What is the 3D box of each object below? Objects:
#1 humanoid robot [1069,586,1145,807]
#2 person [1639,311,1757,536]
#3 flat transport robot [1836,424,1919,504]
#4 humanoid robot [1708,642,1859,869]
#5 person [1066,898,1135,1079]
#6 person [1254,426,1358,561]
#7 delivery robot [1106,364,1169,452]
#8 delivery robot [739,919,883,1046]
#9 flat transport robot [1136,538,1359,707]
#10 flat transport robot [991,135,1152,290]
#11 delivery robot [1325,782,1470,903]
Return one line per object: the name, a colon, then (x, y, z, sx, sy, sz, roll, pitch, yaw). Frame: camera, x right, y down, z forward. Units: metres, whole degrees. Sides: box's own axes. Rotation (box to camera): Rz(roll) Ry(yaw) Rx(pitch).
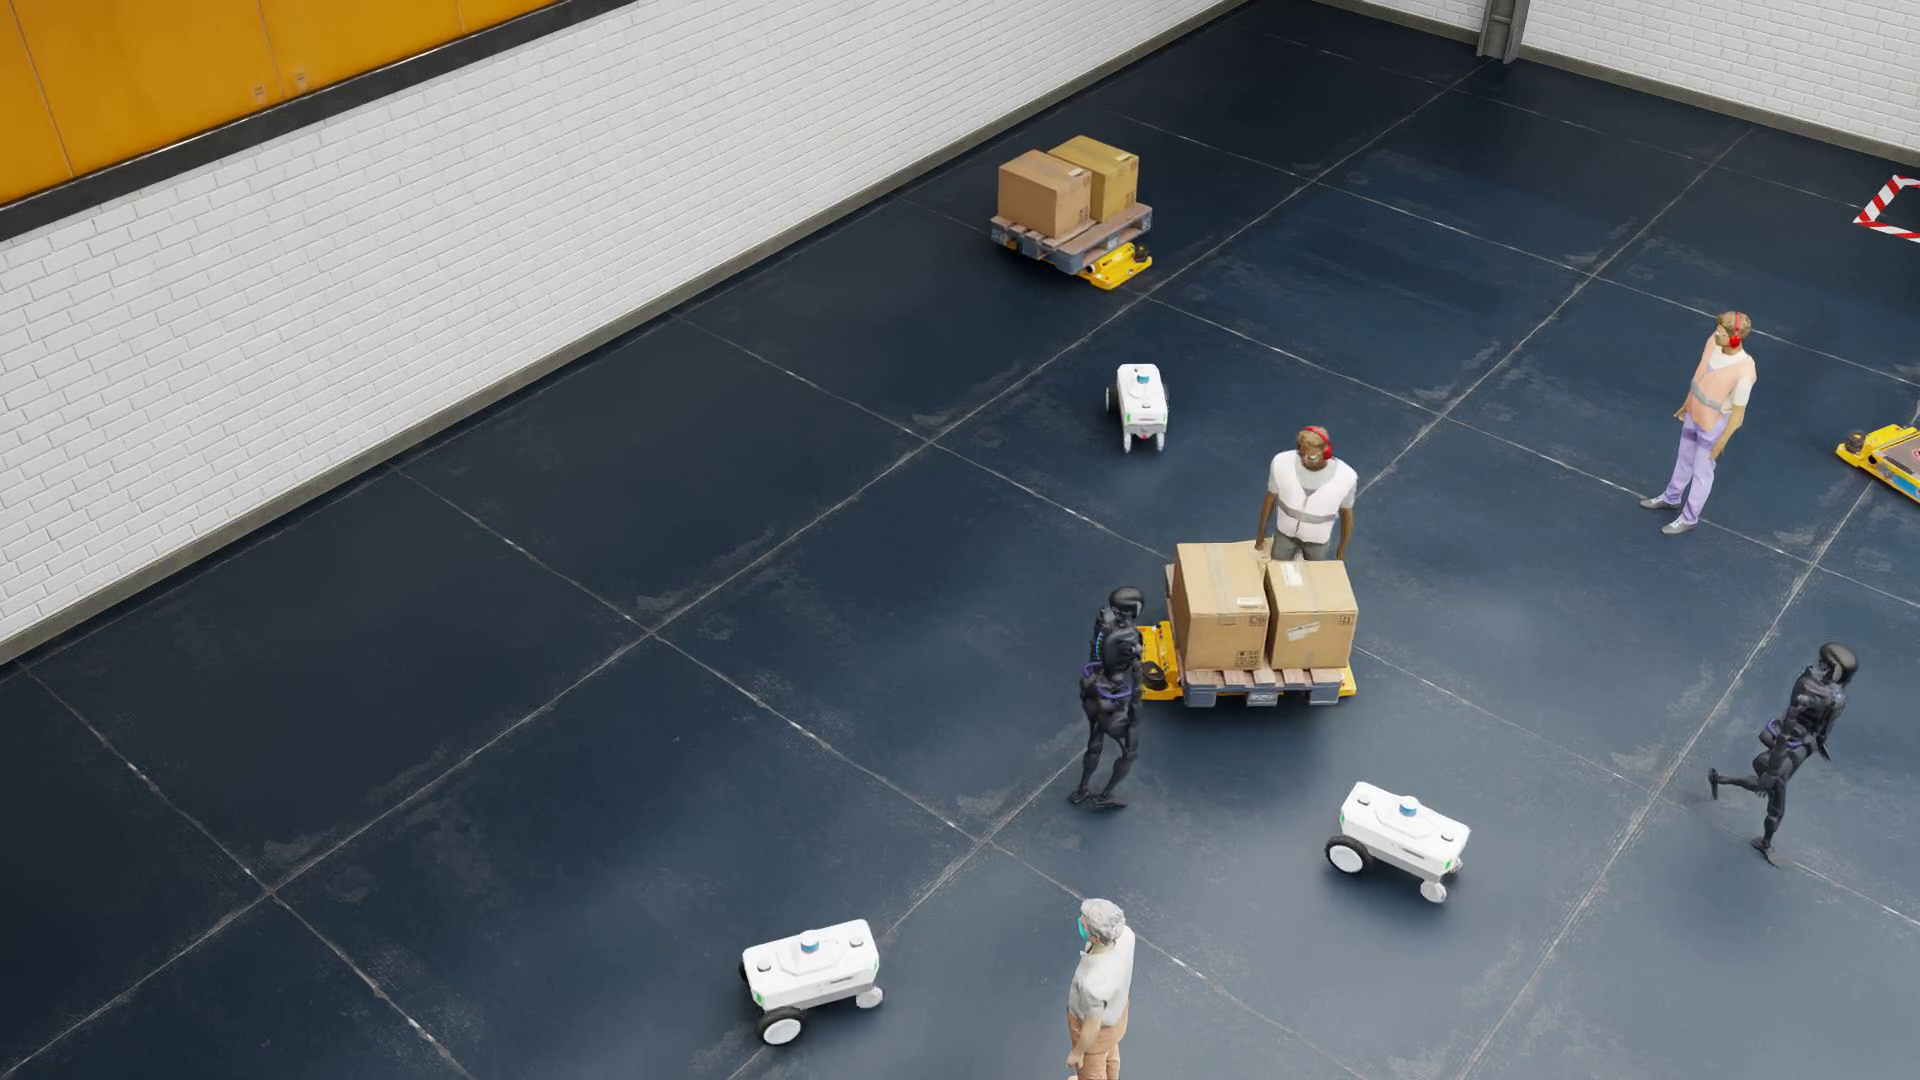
humanoid robot: (0.887, 0.959, 9.984, 0.394, 1.645, 0.601, -17, 42, -19)
person: (5.443, -0.853, 12.095, 0.393, 1.839, 0.563, -4, 39, -5)
flat transport robot: (7.601, -0.450, 12.845, 0.659, 0.231, 1.431, -18, 42, -21)
humanoid robot: (4.809, 1.165, 9.729, 0.588, 1.632, 0.620, -25, 45, -27)
person: (0.662, 2.357, 8.182, 0.321, 1.747, 0.474, 15, 41, 18)
person: (2.293, -0.034, 11.095, 0.581, 1.822, 0.437, 15, 41, 18)
delivery robot: (1.461, -1.106, 13.445, 0.499, 0.612, 0.814, -1, 39, -1)
delivery robot: (-0.832, 2.378, 9.119, 0.805, 0.609, 0.499, -12, 40, -14)
flat transport robot: (1.921, 0.788, 11.308, 1.431, 0.231, 0.659, -1, 39, -1)
flat transport robot: (1.054, -2.793, 15.754, 1.431, 0.231, 0.659, 30, 47, 31)
delivery robot: (2.603, 1.759, 9.889, 0.814, 0.612, 0.499, 22, 44, 25)
